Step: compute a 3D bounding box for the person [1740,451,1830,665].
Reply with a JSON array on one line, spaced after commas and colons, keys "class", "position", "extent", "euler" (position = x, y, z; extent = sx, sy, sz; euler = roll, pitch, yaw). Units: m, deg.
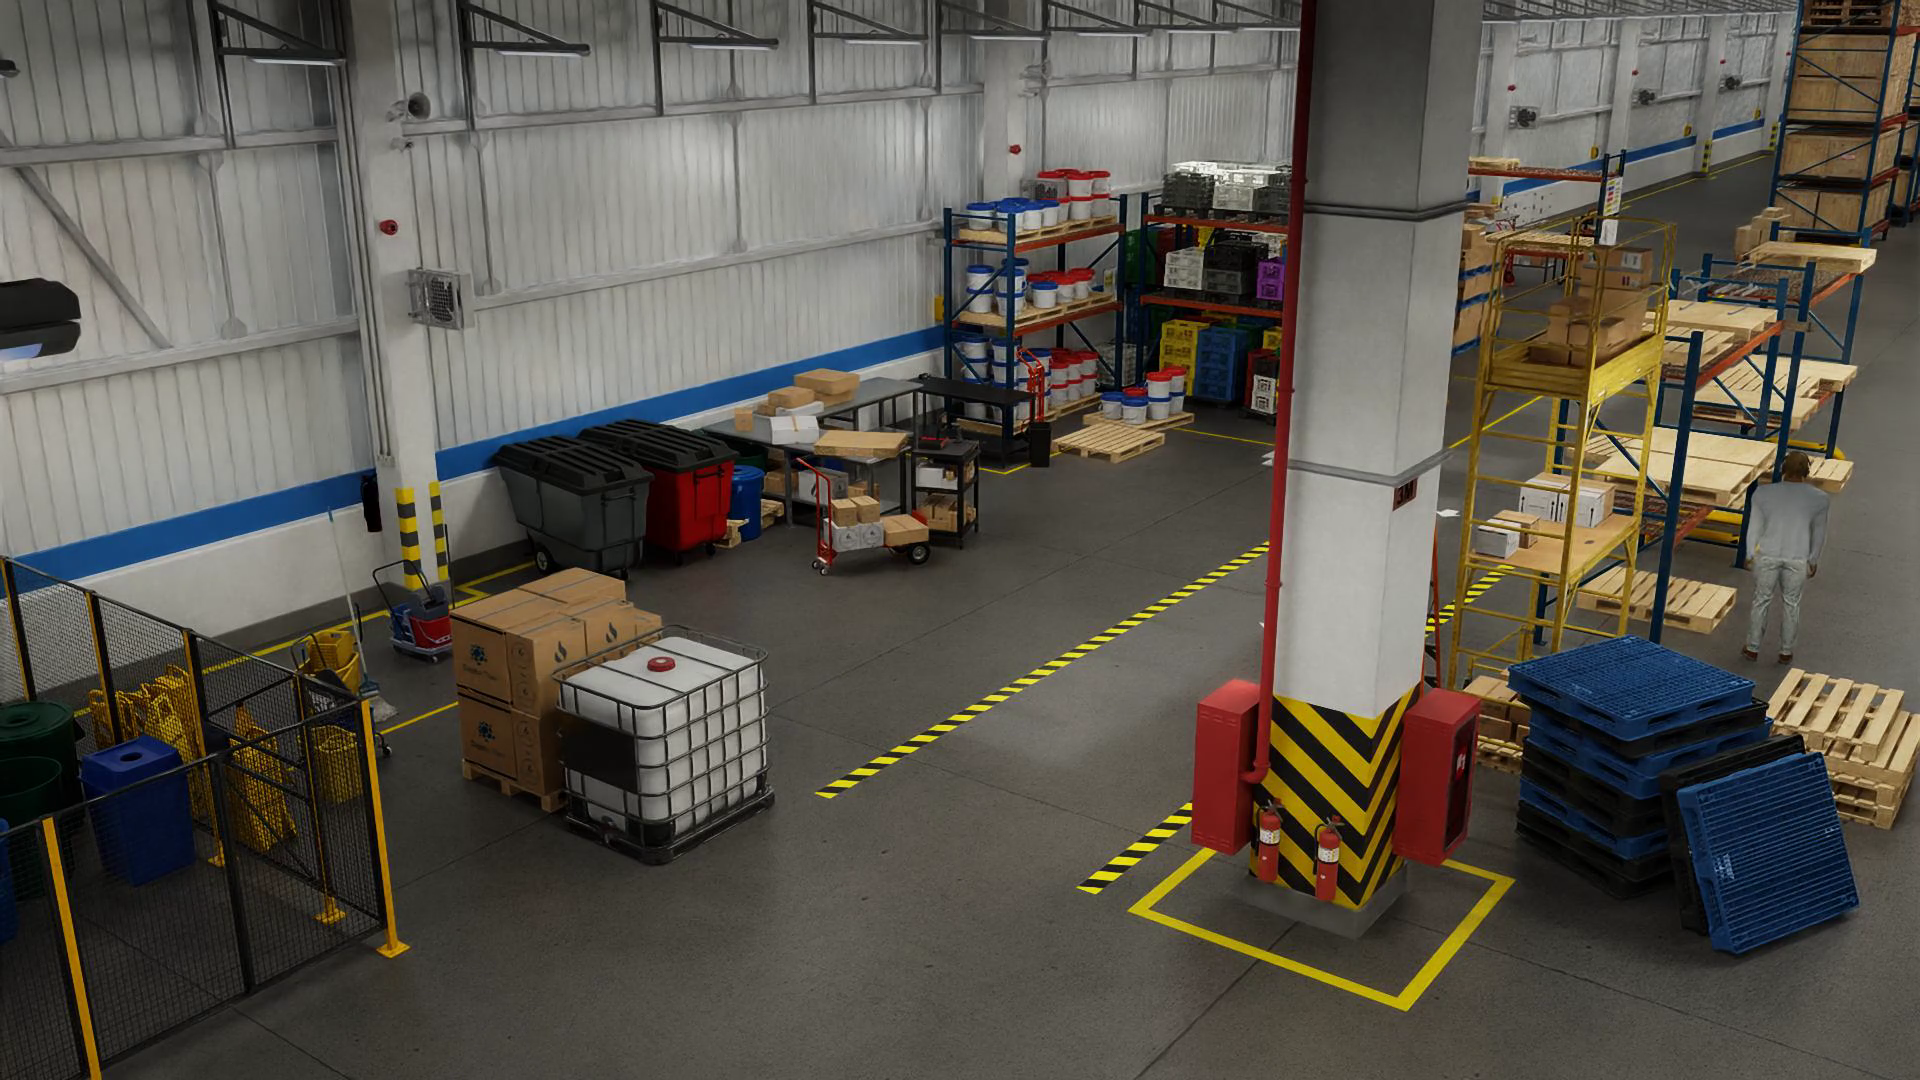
[{"class": "person", "position": [7.231, 0.154, 14.638], "extent": [0.631, 1.940, 0.372], "euler": [6, 19, 19]}]
